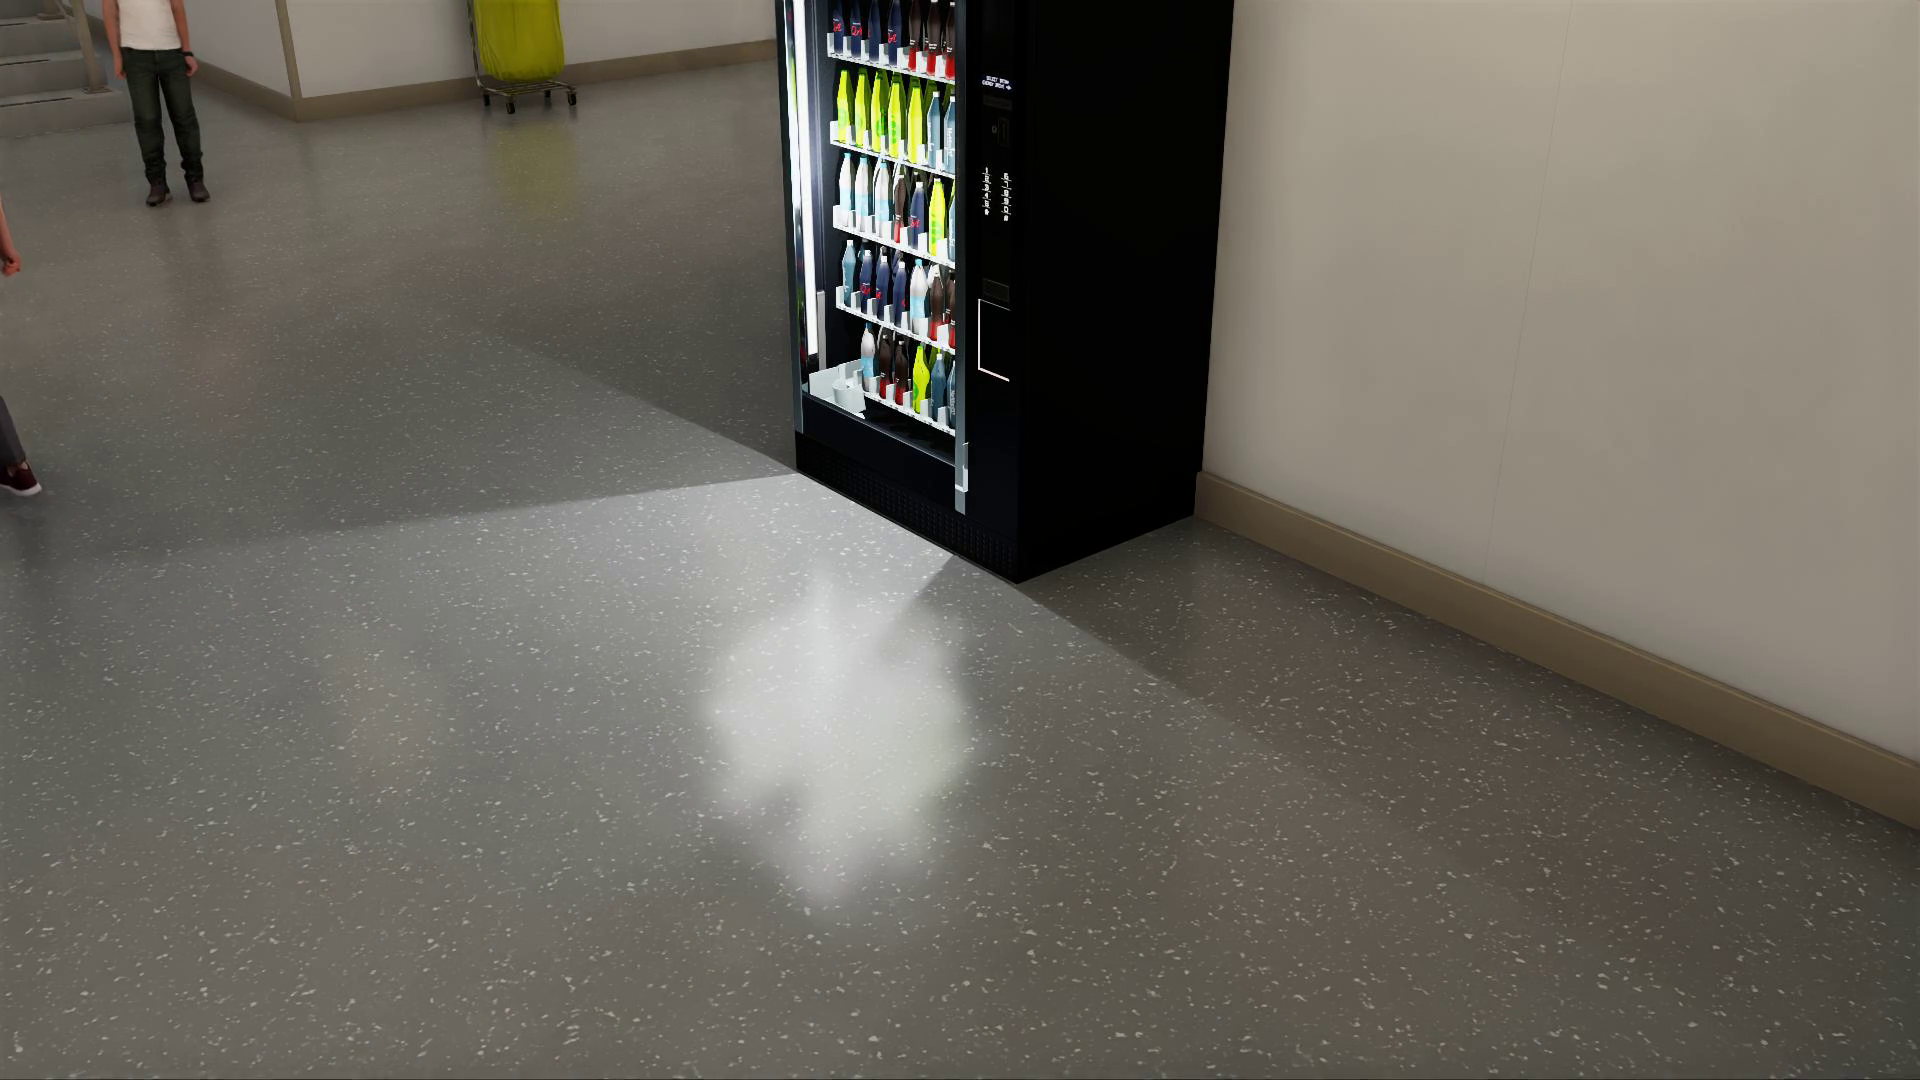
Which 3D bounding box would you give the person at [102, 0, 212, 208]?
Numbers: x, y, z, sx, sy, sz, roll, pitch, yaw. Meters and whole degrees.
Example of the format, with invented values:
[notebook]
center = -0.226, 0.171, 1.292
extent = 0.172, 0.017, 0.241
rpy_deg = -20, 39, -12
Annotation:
[person]
center = -4.501, -2.714, 9.286
extent = 0.644, 1.653, 0.626
rpy_deg = -10, 28, -20
